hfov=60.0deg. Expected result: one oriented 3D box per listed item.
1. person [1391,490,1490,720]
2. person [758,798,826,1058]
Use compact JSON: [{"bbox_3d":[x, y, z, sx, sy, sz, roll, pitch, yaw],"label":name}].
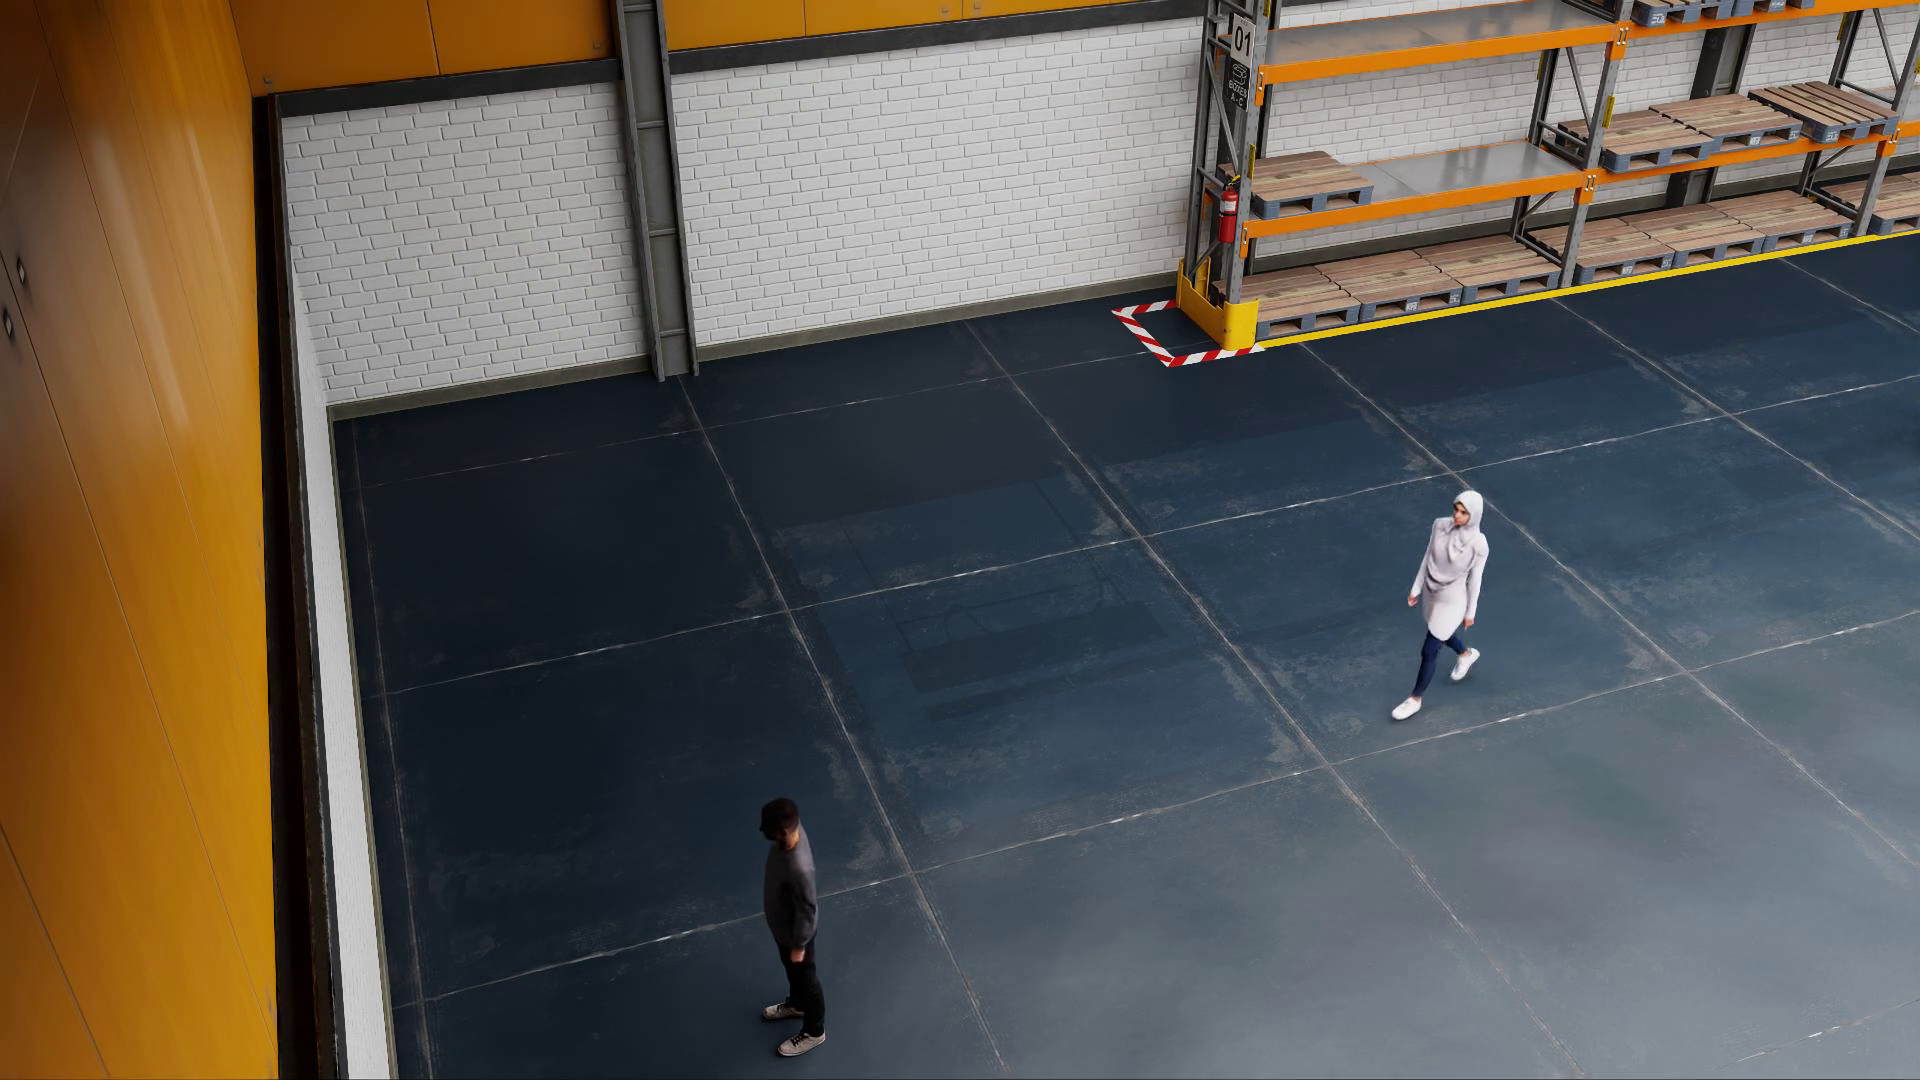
[{"bbox_3d":[3.401,0.400,11.473,1.126,1.746,0.727,-17,37,-24],"label":"person"},{"bbox_3d":[-0.897,2.053,8.969,0.525,1.765,0.611,-11,35,-15],"label":"person"}]
